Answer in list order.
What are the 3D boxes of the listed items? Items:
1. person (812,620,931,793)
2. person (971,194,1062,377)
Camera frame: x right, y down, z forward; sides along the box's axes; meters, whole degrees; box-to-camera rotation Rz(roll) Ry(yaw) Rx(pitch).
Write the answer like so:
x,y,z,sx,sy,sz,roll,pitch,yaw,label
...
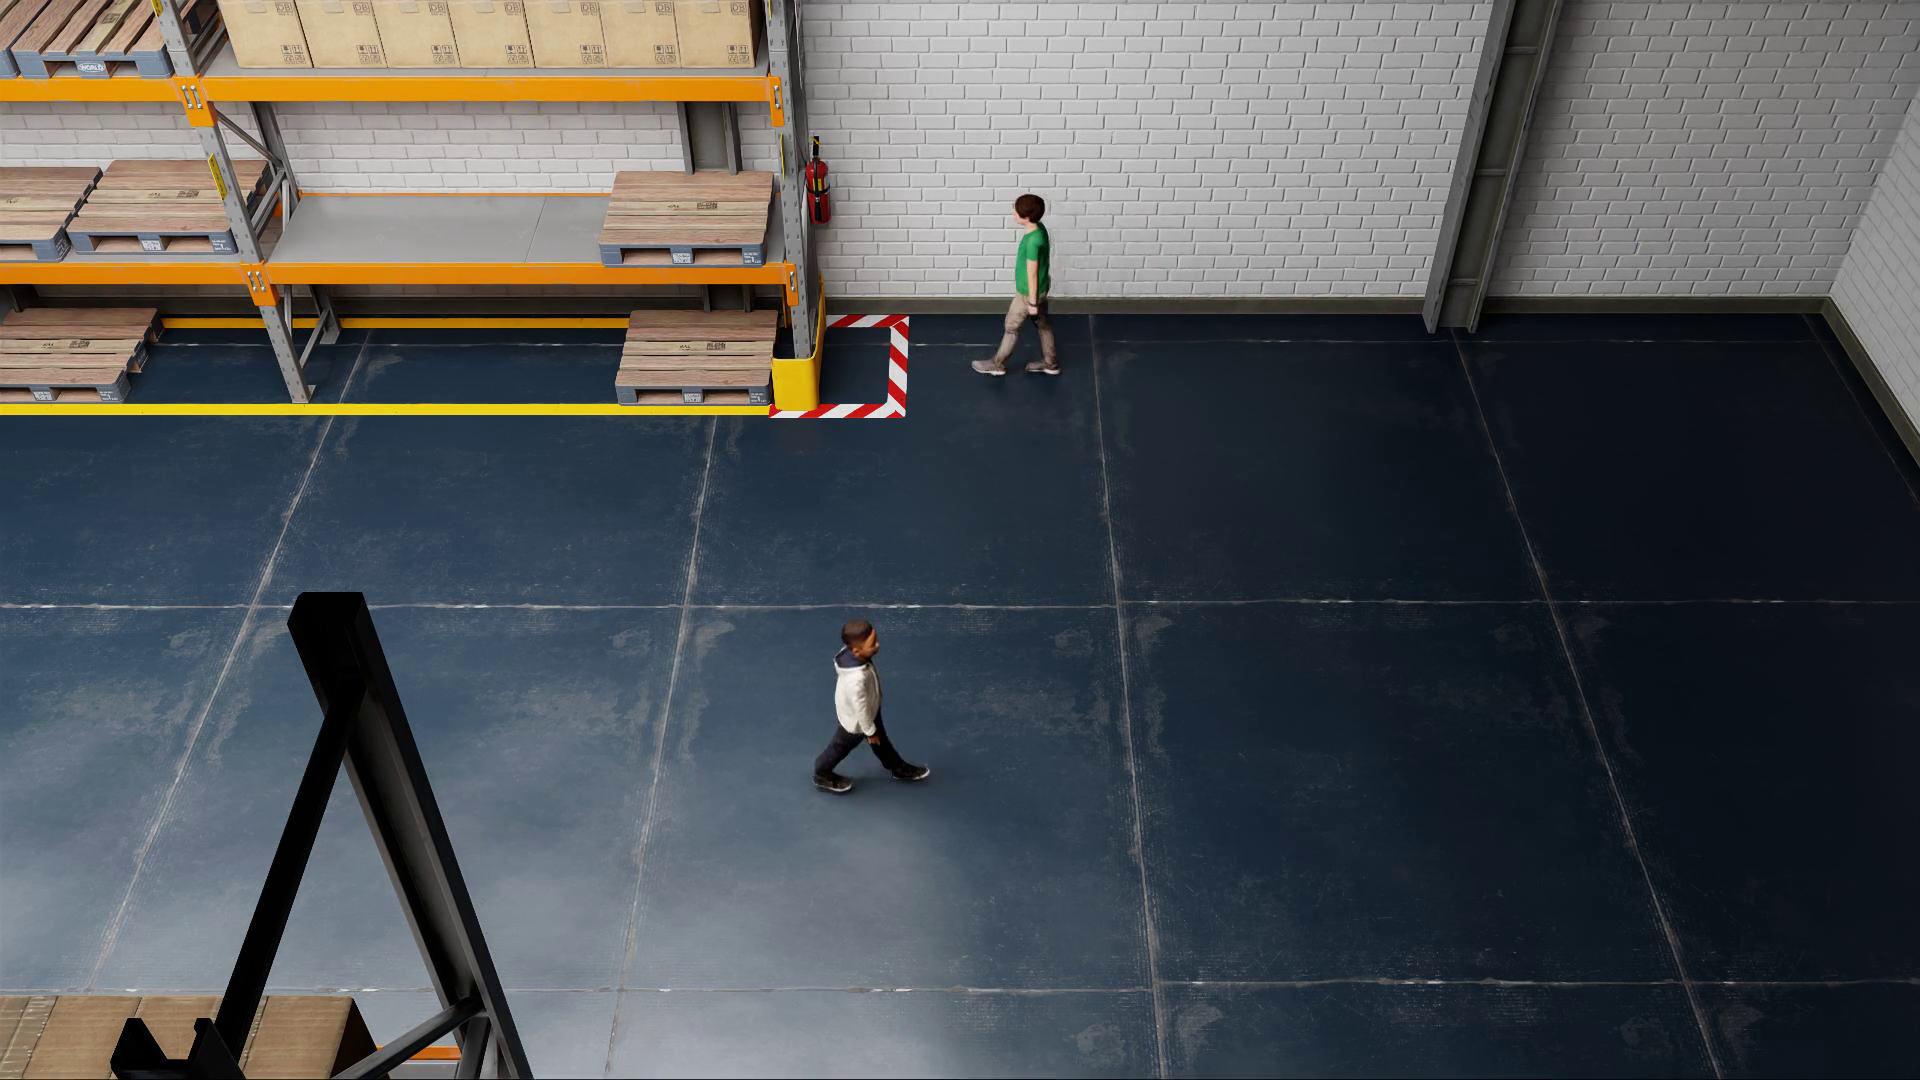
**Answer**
x,y,z,sx,sy,sz,roll,pitch,yaw,label
-0.676,1.012,9.905,0.967,1.422,0.654,4,44,4,person
0.642,-1.925,12.840,0.978,1.626,0.702,7,44,7,person
